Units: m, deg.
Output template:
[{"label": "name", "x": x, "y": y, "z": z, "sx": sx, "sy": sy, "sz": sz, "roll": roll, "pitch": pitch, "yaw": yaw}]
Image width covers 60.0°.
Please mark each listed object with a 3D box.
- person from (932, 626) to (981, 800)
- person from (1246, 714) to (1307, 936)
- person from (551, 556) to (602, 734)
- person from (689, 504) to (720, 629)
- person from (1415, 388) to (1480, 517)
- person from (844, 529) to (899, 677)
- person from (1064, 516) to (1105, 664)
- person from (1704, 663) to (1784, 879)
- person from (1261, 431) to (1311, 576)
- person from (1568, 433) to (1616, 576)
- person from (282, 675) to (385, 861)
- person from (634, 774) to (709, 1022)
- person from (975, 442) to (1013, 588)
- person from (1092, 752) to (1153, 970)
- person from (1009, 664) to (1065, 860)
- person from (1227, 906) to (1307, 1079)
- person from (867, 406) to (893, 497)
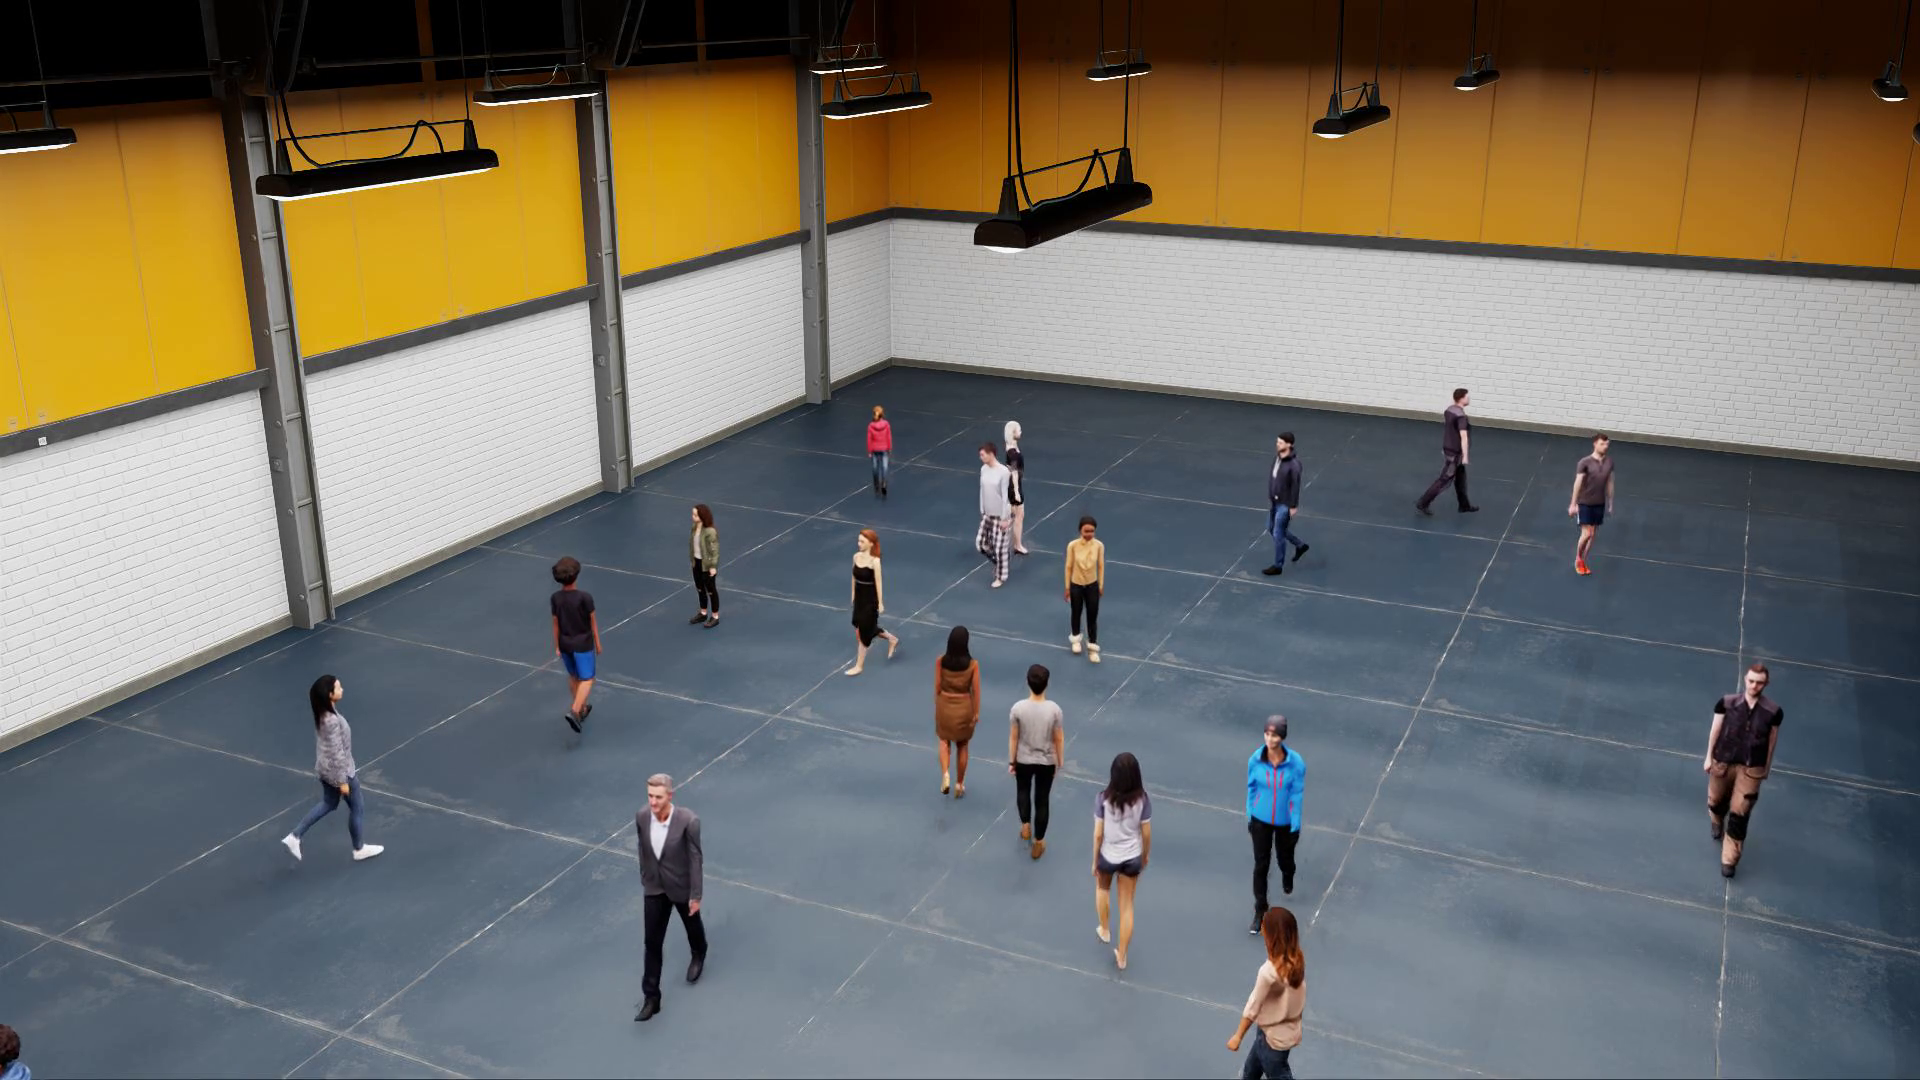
[{"label": "person", "x": -0.050, "y": 1.608, "z": 15.055, "sx": 0.704, "sy": 1.676, "sz": 0.806, "roll": 2, "pitch": 19, "yaw": 6}, {"label": "person", "x": 2.508, "y": 2.204, "z": 13.123, "sx": 0.607, "sy": 1.779, "sz": 0.975, "roll": 9, "pitch": 21, "yaw": 25}, {"label": "person", "x": -3.826, "y": 1.062, "z": 16.514, "sx": 0.784, "sy": 1.779, "sz": 1.086, "roll": 3, "pitch": 19, "yaw": 8}, {"label": "person", "x": -2.963, "y": 0.280, "z": 19.312, "sx": 0.637, "sy": 1.475, "sz": 0.606, "roll": 16, "pitch": 25, "yaw": 40}, {"label": "person", "x": 6.805, "y": -1.197, "z": 23.171, "sx": 1.156, "sy": 1.812, "sz": 1.263, "roll": -1, "pitch": 19, "yaw": -2}, {"label": "person", "x": -0.931, "y": 0.645, "z": 18.043, "sx": 1.107, "sy": 1.593, "sz": 0.837, "roll": -16, "pitch": 25, "yaw": -40}, {"label": "person", "x": 1.356, "y": 0.499, "z": 18.422, "sx": 0.871, "sy": 1.628, "sz": 1.058, "roll": 0, "pitch": 19, "yaw": 0}, {"label": "person", "x": 6.589, "y": 1.866, "z": 14.076, "sx": 0.735, "sy": 1.810, "sz": 1.141, "roll": 10, "pitch": 21, "yaw": 27}, {"label": "person", "x": 4.149, "y": -0.472, "z": 20.922, "sx": 1.065, "sy": 1.872, "sz": 1.022, "roll": -6, "pitch": 19, "yaw": -17}, {"label": "person", "x": 7.917, "y": -0.472, "z": 20.977, "sx": 0.816, "sy": 1.838, "sz": 0.856, "roll": -4, "pitch": 19, "yaw": -12}, {"label": "person", "x": -5.324, "y": 1.963, "z": 13.947, "sx": 1.113, "sy": 1.709, "sz": 0.916, "roll": -13, "pitch": 23, "yaw": -34}, {"label": "person", "x": -2.067, "y": 2.518, "z": 12.179, "sx": 0.904, "sy": 1.787, "sz": 1.265, "roll": 4, "pitch": 19, "yaw": 12}, {"label": "person", "x": 0.503, "y": -0.337, "z": 20.595, "sx": 0.763, "sy": 1.825, "sz": 0.801, "roll": 13, "pitch": 23, "yaw": 34}, {"label": "person", "x": 1.217, "y": 2.443, "z": 12.516, "sx": 0.793, "sy": 1.712, "sz": 0.911, "roll": 0, "pitch": 19, "yaw": -1}, {"label": "person", "x": 0.632, "y": 1.906, "z": 14.122, "sx": 0.736, "sy": 1.705, "sz": 0.848, "roll": 3, "pitch": 19, "yaw": 9}, {"label": "person", "x": 2.039, "y": 3.161, "z": 10.347, "sx": 0.863, "sy": 1.737, "sz": 1.125, "roll": 15, "pitch": 24, "yaw": 37}, {"label": "person", "x": -1.157, "y": -1.286, "z": 24.243, "sx": 0.759, "sy": 1.295, "sz": 0.942, "roll": -1, "pitch": 19, "yaw": -3}]
